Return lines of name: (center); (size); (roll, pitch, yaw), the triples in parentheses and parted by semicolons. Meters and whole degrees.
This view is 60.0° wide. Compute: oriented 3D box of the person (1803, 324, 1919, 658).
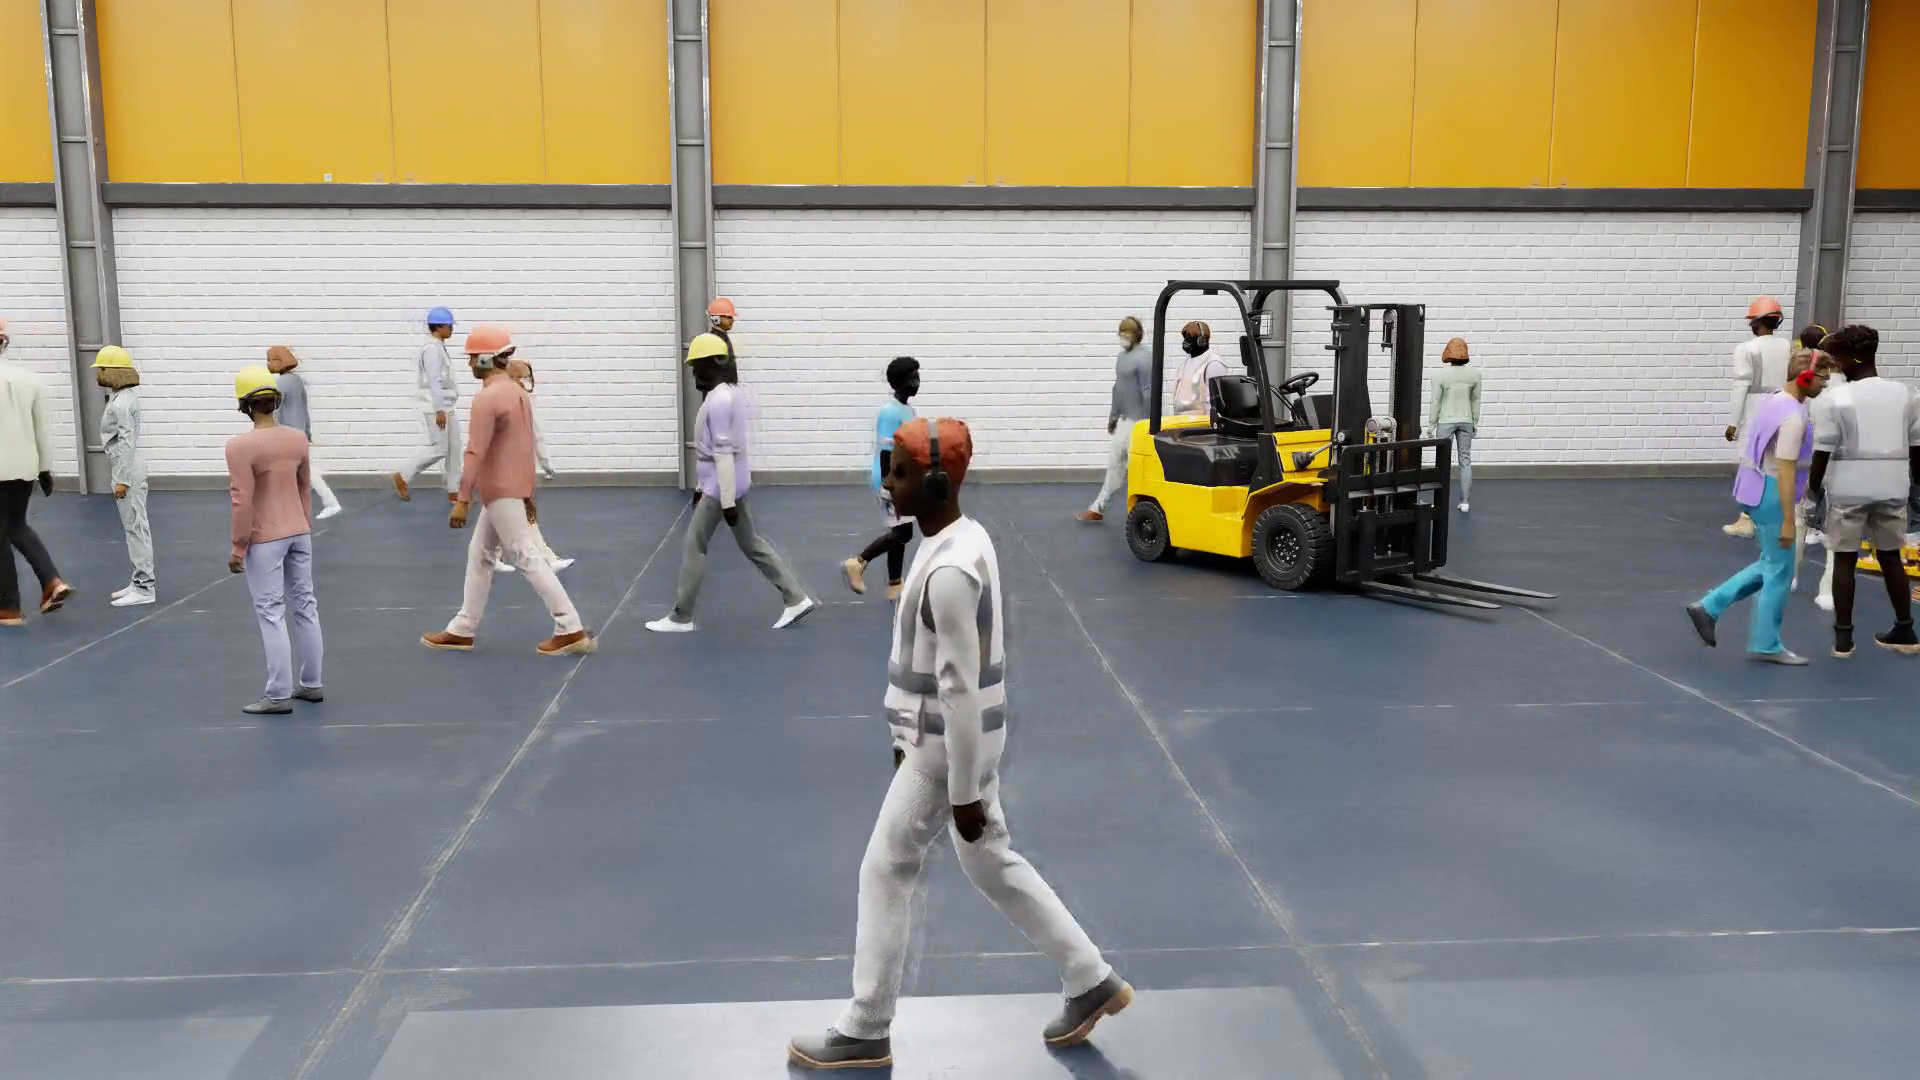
person: (5.275, -0.276, 9.659); (0.733, 1.934, 0.483); (1, 9, 5)

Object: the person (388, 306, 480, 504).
person: (-5.069, -1.277, 15.943); (0.720, 1.924, 0.611); (-1, 9, -4)

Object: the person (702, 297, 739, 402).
person: (-2.356, -1.392, 16.439); (0.395, 1.994, 0.613); (1, 9, 7)

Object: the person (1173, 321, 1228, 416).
person: (2.012, -0.932, 14.083); (0.432, 1.836, 0.618); (-3, 10, -20)

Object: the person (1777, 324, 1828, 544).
person: (6.820, -0.827, 13.434); (0.978, 1.832, 0.531); (-5, 10, -30)

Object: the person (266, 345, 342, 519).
person: (-6.041, -0.972, 15.093); (0.854, 1.589, 0.506); (0, 9, 0)

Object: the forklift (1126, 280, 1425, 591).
forklift: (2.301, -0.860, 12.475); (1.214, 2.155, 2.313); (-6, 11, -35)

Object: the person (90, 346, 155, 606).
person: (-5.639, -0.433, 11.208); (0.295, 1.744, 0.484); (-4, 10, -24)

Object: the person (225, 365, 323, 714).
person: (-3.488, 0.002, 8.413); (0.329, 1.765, 0.526); (4, 10, 21)

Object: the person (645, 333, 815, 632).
person: (-1.411, -0.345, 10.297); (1.022, 1.873, 0.580); (0, 9, 2)

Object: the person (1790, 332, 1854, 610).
person: (5.850, -0.486, 11.281); (0.559, 1.821, 0.949); (2, 9, 14)

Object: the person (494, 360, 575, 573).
person: (-3.218, -0.526, 12.263); (0.846, 1.588, 0.507); (2, 9, 14)

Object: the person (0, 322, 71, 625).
person: (-6.052, -0.440, 10.513); (0.491, 1.977, 0.633); (3, 9, 17)

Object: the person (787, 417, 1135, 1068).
person: (0.028, 0.571, 4.614); (0.944, 1.849, 0.583); (1, 9, 5)

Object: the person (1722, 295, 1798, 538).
person: (6.758, -1.041, 14.088); (0.614, 2.040, 0.390); (-2, 9, -15)

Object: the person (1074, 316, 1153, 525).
person: (1.553, -1.054, 14.776); (1.051, 1.861, 0.710); (-1, 9, -9)

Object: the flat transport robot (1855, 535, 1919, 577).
flat transport robot: (7.392, 0.096, 12.492); (1.431, 0.197, 0.652); (-6, 11, -33)

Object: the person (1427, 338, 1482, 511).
person: (4.618, -1.072, 15.563); (0.501, 1.633, 0.279); (-1, 9, -8)

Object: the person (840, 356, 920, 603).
person: (-0.490, -0.384, 11.062); (0.479, 1.680, 0.545); (1, 9, 9)

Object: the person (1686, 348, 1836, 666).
person: (4.547, -0.181, 9.398); (0.603, 1.814, 0.630); (3, 9, 16)

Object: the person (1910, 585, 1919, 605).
person: (6.643, -0.521, 11.148); (0.368, 1.940, 0.633); (6, 11, 35)

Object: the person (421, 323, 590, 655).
person: (-2.645, -0.278, 9.652); (1.032, 1.946, 0.611); (0, 9, 1)
